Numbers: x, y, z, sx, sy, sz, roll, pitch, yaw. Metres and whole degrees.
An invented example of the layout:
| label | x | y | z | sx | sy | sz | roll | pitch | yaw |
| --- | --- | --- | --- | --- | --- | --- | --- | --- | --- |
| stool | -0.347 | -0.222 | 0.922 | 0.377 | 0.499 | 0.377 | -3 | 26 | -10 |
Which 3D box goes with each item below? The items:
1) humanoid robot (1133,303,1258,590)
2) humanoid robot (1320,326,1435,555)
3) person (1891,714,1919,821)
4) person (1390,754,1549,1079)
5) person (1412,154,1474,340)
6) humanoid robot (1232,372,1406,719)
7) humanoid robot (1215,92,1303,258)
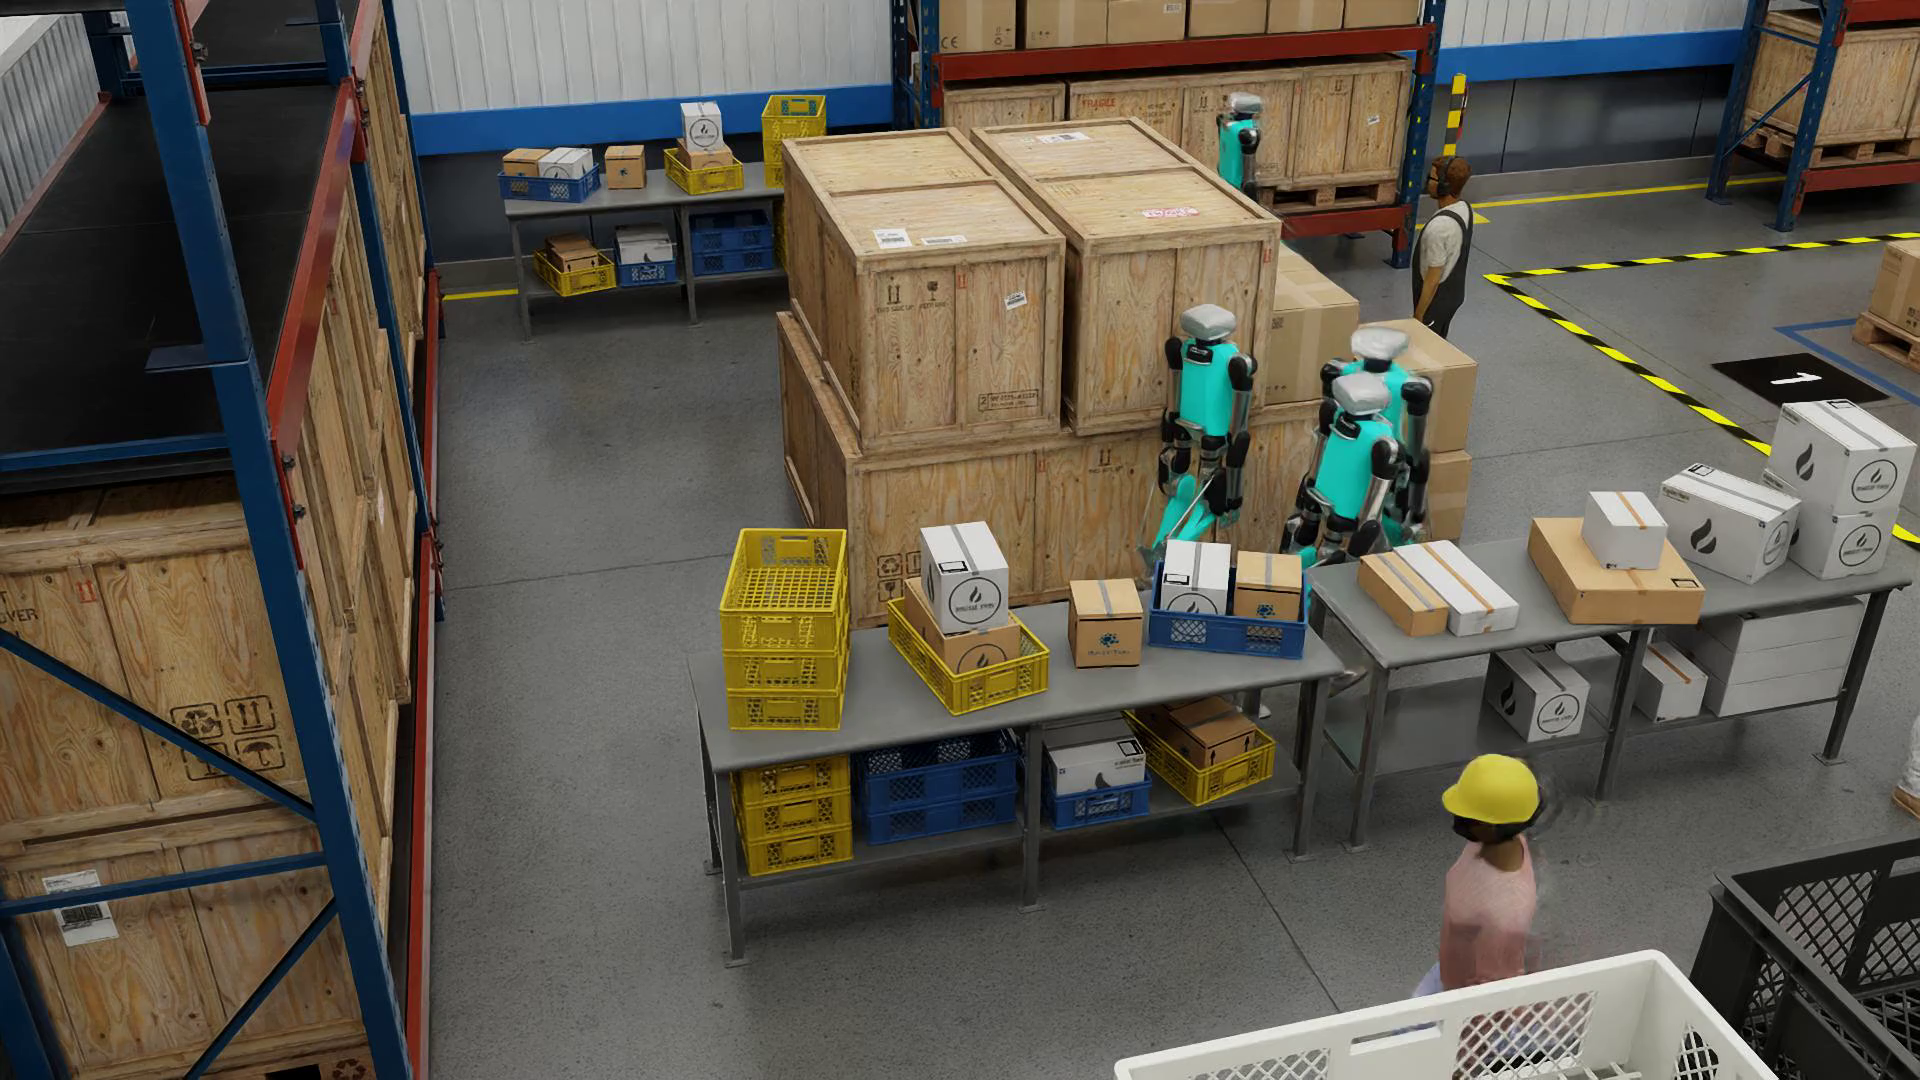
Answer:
| label | x | y | z | sx | sy | sz | roll | pitch | yaw |
| --- | --- | --- | --- | --- | --- | --- | --- | --- | --- |
| humanoid robot | 0.997 | -0.207 | 8.005 | 0.884 | 1.781 | 0.581 | -21 | 35 | -33 |
| humanoid robot | 2.079 | -0.245 | 8.092 | 0.568 | 1.811 | 0.813 | 20 | 35 | 32 |
| person | 4.300 | 0.351 | 6.864 | 0.629 | 1.835 | 0.429 | -16 | 33 | -27 |
| person | 1.644 | 1.385 | 5.090 | 0.870 | 1.728 | 0.531 | 3 | 29 | 6 |
| person | 2.849 | -1.416 | 10.053 | 0.346 | 1.846 | 0.505 | 18 | 34 | 29 |
| humanoid robot | 1.462 | 0.120 | 7.363 | 1.001 | 1.720 | 0.538 | -10 | 30 | -18 |
| humanoid robot | 2.240 | -2.304 | 11.790 | 0.959 | 1.766 | 0.549 | -7 | 30 | -13 |
